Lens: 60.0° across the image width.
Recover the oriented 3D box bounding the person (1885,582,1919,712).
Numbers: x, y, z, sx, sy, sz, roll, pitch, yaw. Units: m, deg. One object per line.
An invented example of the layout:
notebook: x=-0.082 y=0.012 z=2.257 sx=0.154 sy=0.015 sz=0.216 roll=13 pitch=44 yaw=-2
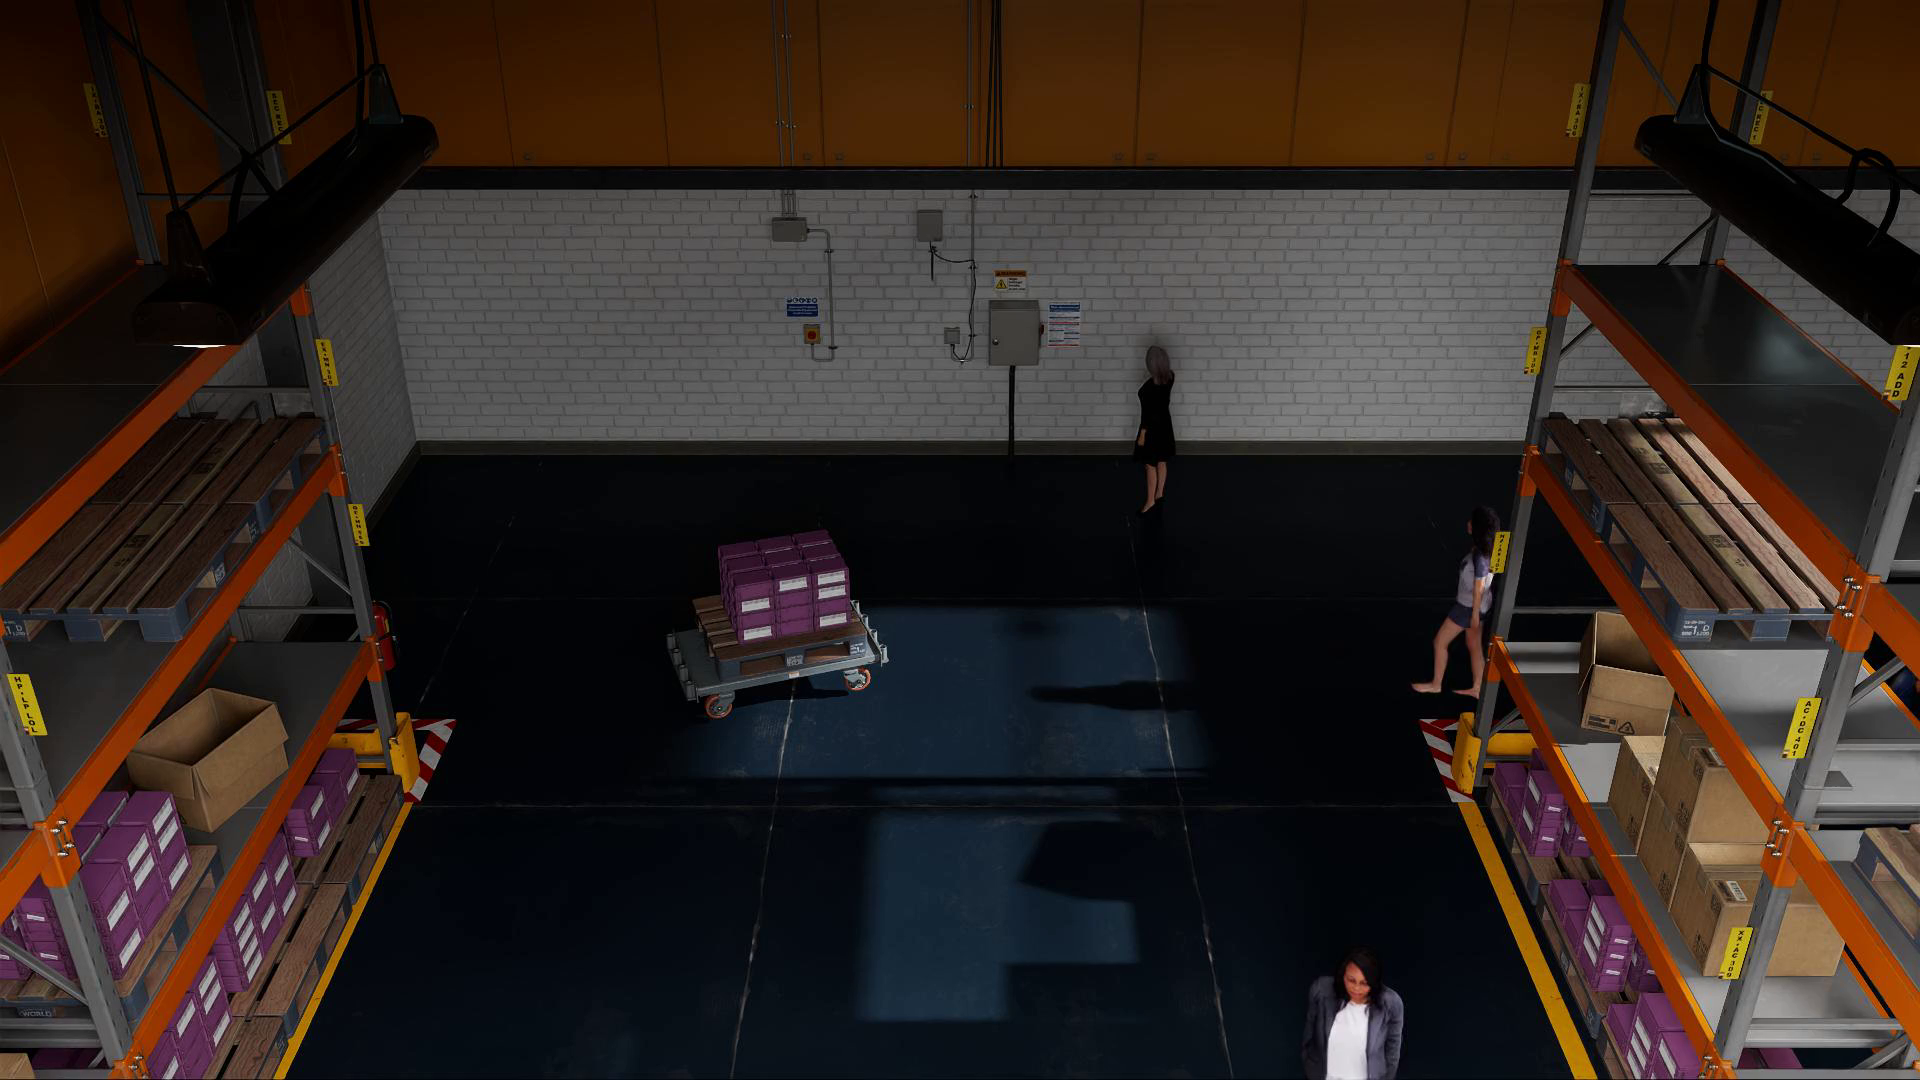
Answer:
person: x=7.172 y=0.964 z=12.396 sx=0.767 sy=1.610 sz=0.634 roll=7 pitch=29 yaw=12

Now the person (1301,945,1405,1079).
person: x=2.111 y=2.830 z=9.024 sx=0.821 sy=1.562 sz=1.103 roll=7 pitch=29 yaw=12

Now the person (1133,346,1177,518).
person: x=1.864 y=-1.044 z=15.933 sx=0.759 sy=1.747 sz=0.686 roll=22 pitch=35 yaw=34

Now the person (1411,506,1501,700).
person: x=4.121 y=0.536 z=13.102 sx=0.826 sy=1.685 sz=0.825 roll=12 pitch=31 yaw=20
